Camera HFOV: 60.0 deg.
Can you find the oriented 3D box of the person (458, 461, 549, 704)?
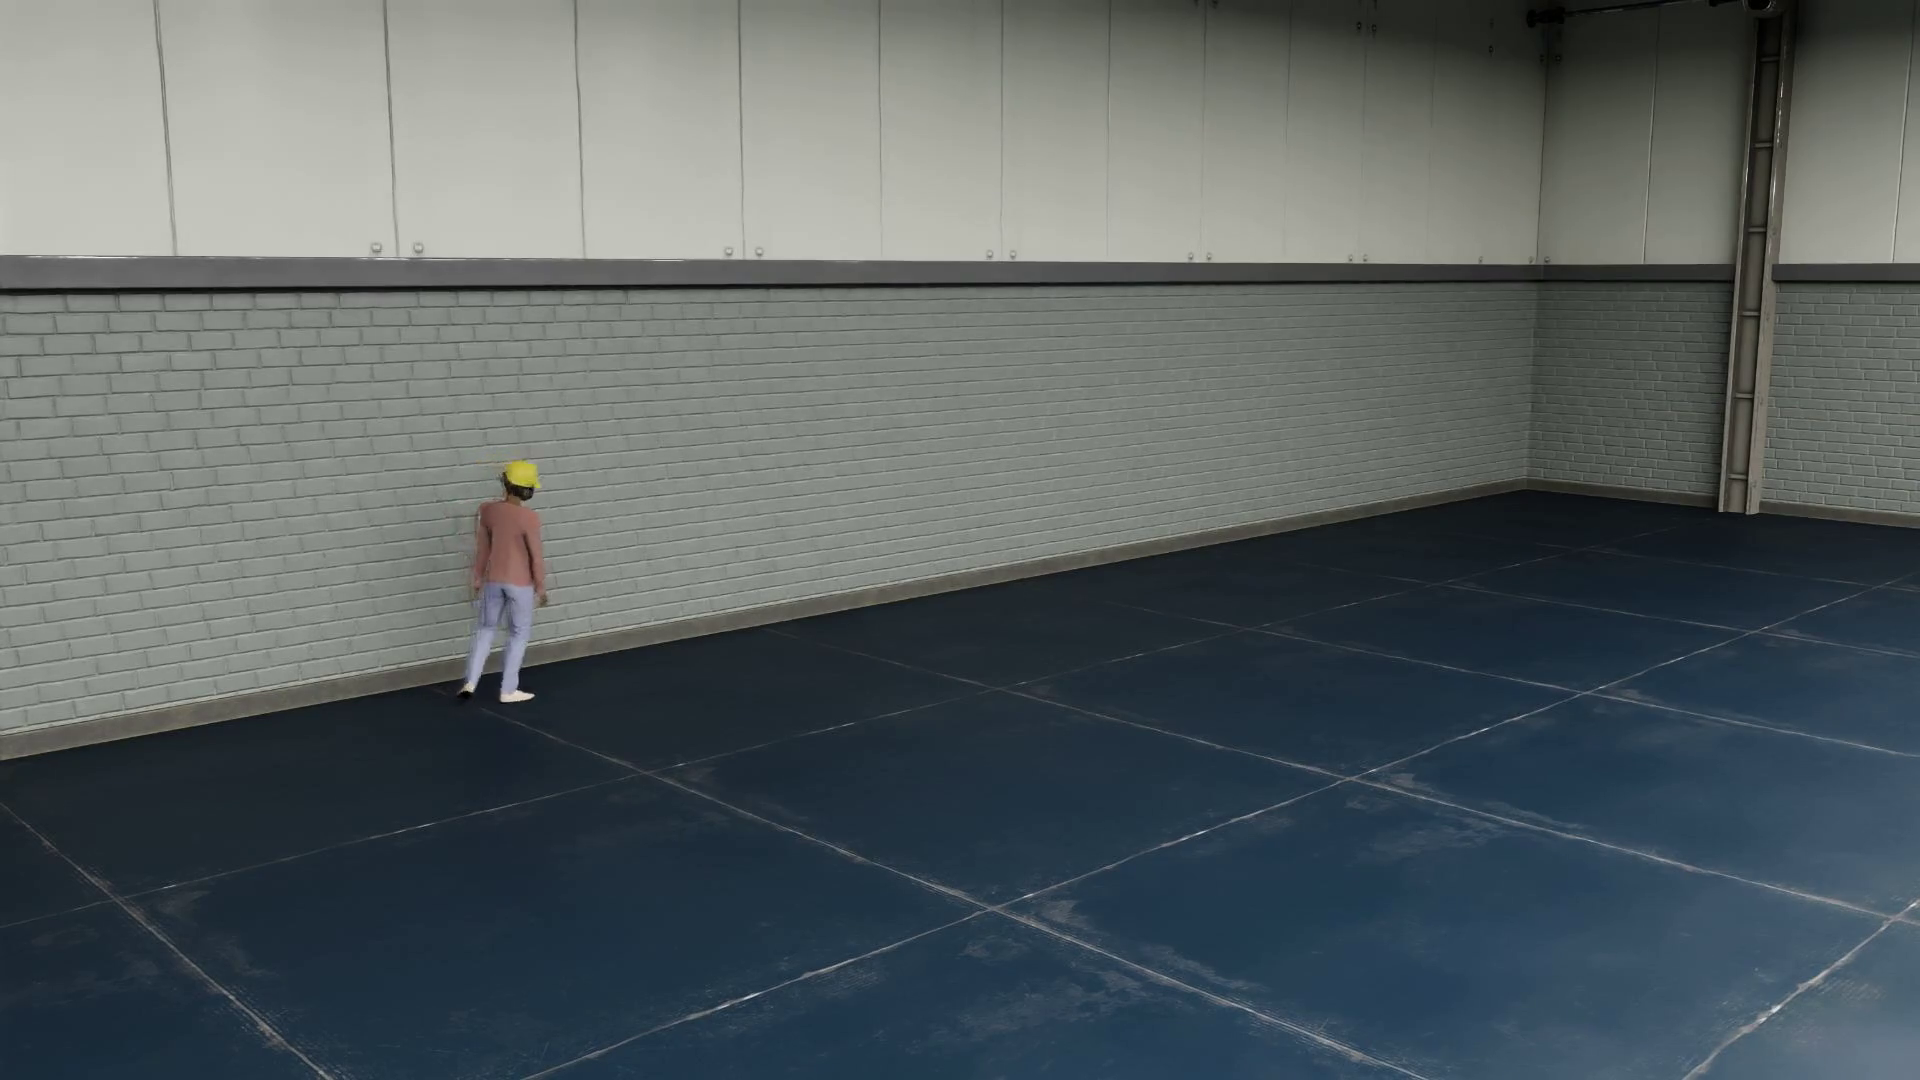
[{"bbox_3d":[-3.212,0.306,11.653,0.670,1.722,0.470,4,10,24],"label":"person"}]
